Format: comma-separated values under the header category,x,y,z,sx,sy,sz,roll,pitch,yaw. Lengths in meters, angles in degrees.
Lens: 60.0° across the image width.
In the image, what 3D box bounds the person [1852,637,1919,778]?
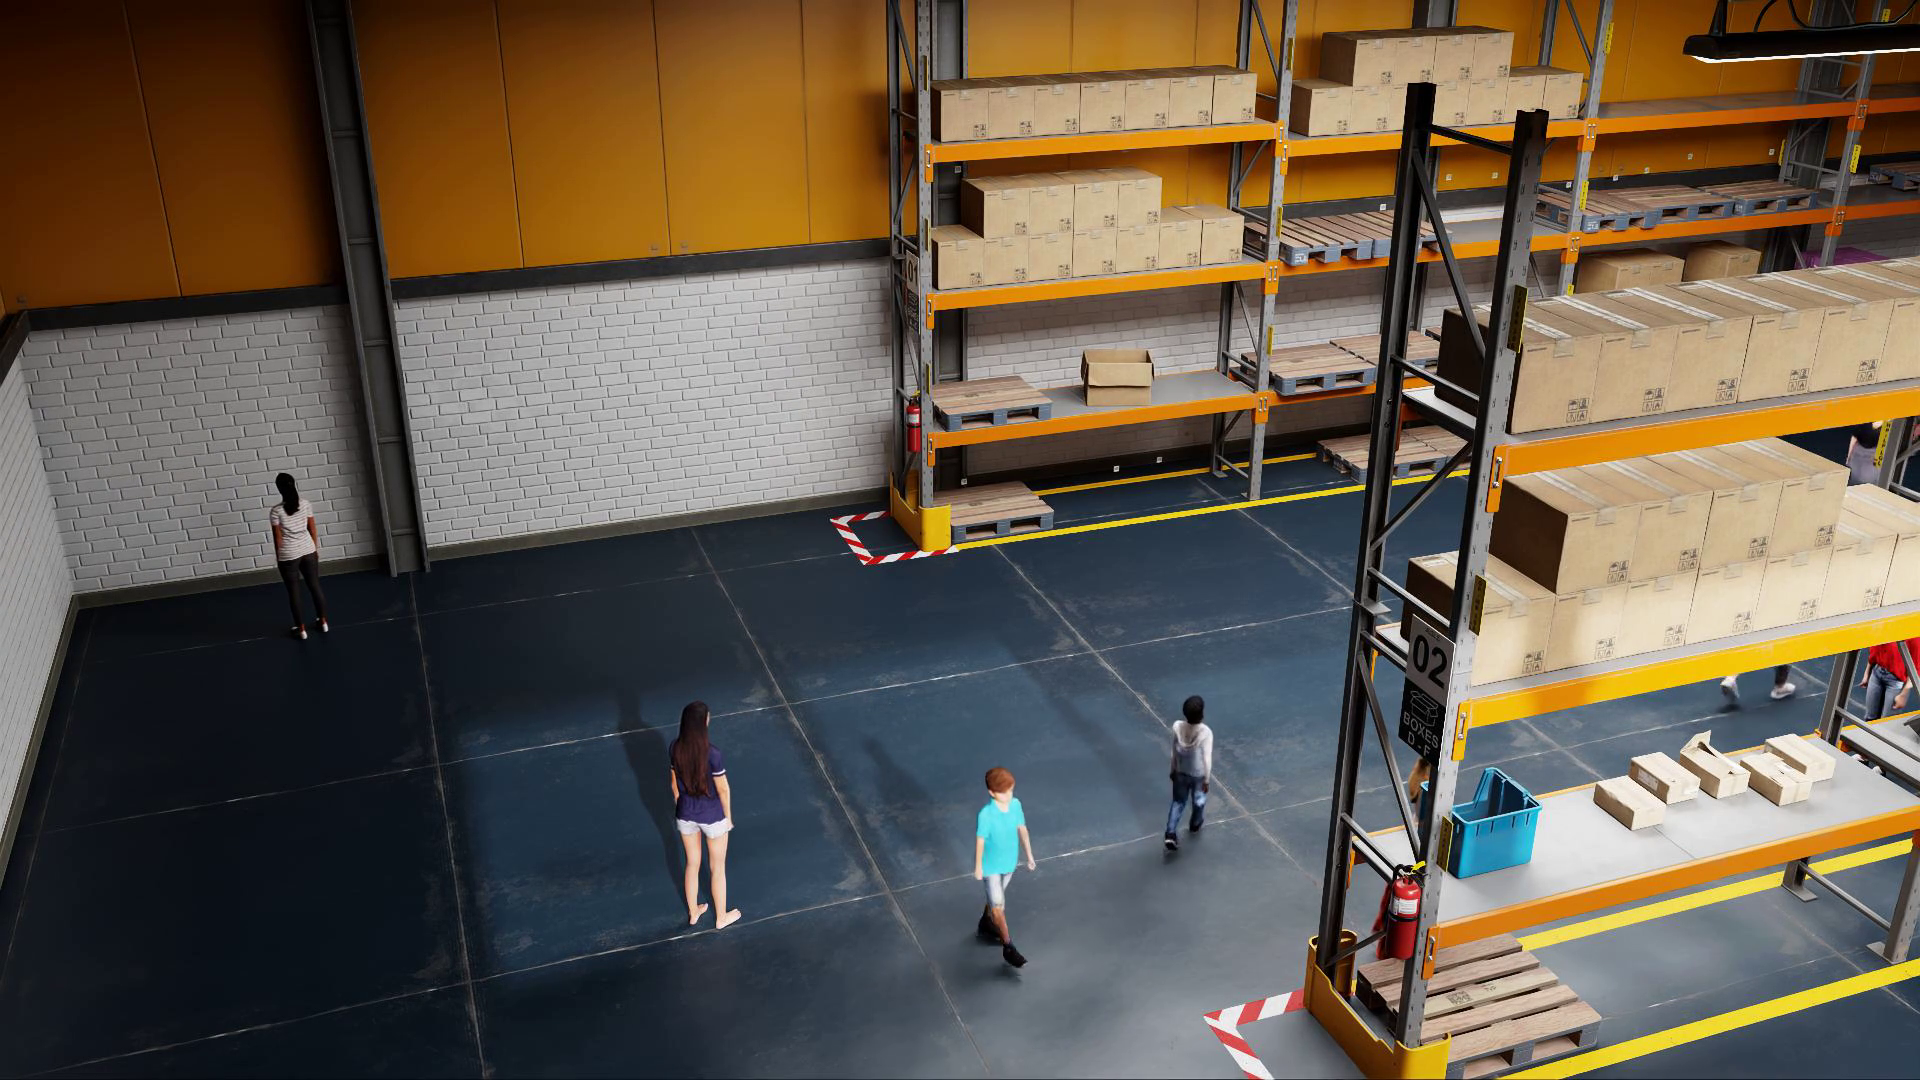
category,x,y,z,sx,sy,sz,roll,pitch,yaw
person,7.509,1.150,13.429,0.507,1.705,0.619,-7,25,-16

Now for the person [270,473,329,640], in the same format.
category,x,y,z,sx,sy,sz,roll,pitch,yaw
person,-6.301,0.138,15.822,0.698,1.643,0.590,20,31,38

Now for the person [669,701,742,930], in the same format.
category,x,y,z,sx,sy,sz,roll,pitch,yaw
person,-1.802,1.919,11.594,0.646,1.765,0.724,8,25,18

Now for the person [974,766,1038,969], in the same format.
category,x,y,z,sx,sy,sz,roll,pitch,yaw
person,0.223,2.166,11.455,0.860,1.425,0.778,-19,30,-37

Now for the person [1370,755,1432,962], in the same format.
category,x,y,z,sx,sy,sz,roll,pitch,yaw
person,3.075,2.086,11.171,0.755,1.799,0.732,3,24,8

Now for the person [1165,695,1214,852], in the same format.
category,x,y,z,sx,sy,sz,roll,pitch,yaw
person,1.725,1.769,12.591,0.817,1.243,0.873,10,26,22
